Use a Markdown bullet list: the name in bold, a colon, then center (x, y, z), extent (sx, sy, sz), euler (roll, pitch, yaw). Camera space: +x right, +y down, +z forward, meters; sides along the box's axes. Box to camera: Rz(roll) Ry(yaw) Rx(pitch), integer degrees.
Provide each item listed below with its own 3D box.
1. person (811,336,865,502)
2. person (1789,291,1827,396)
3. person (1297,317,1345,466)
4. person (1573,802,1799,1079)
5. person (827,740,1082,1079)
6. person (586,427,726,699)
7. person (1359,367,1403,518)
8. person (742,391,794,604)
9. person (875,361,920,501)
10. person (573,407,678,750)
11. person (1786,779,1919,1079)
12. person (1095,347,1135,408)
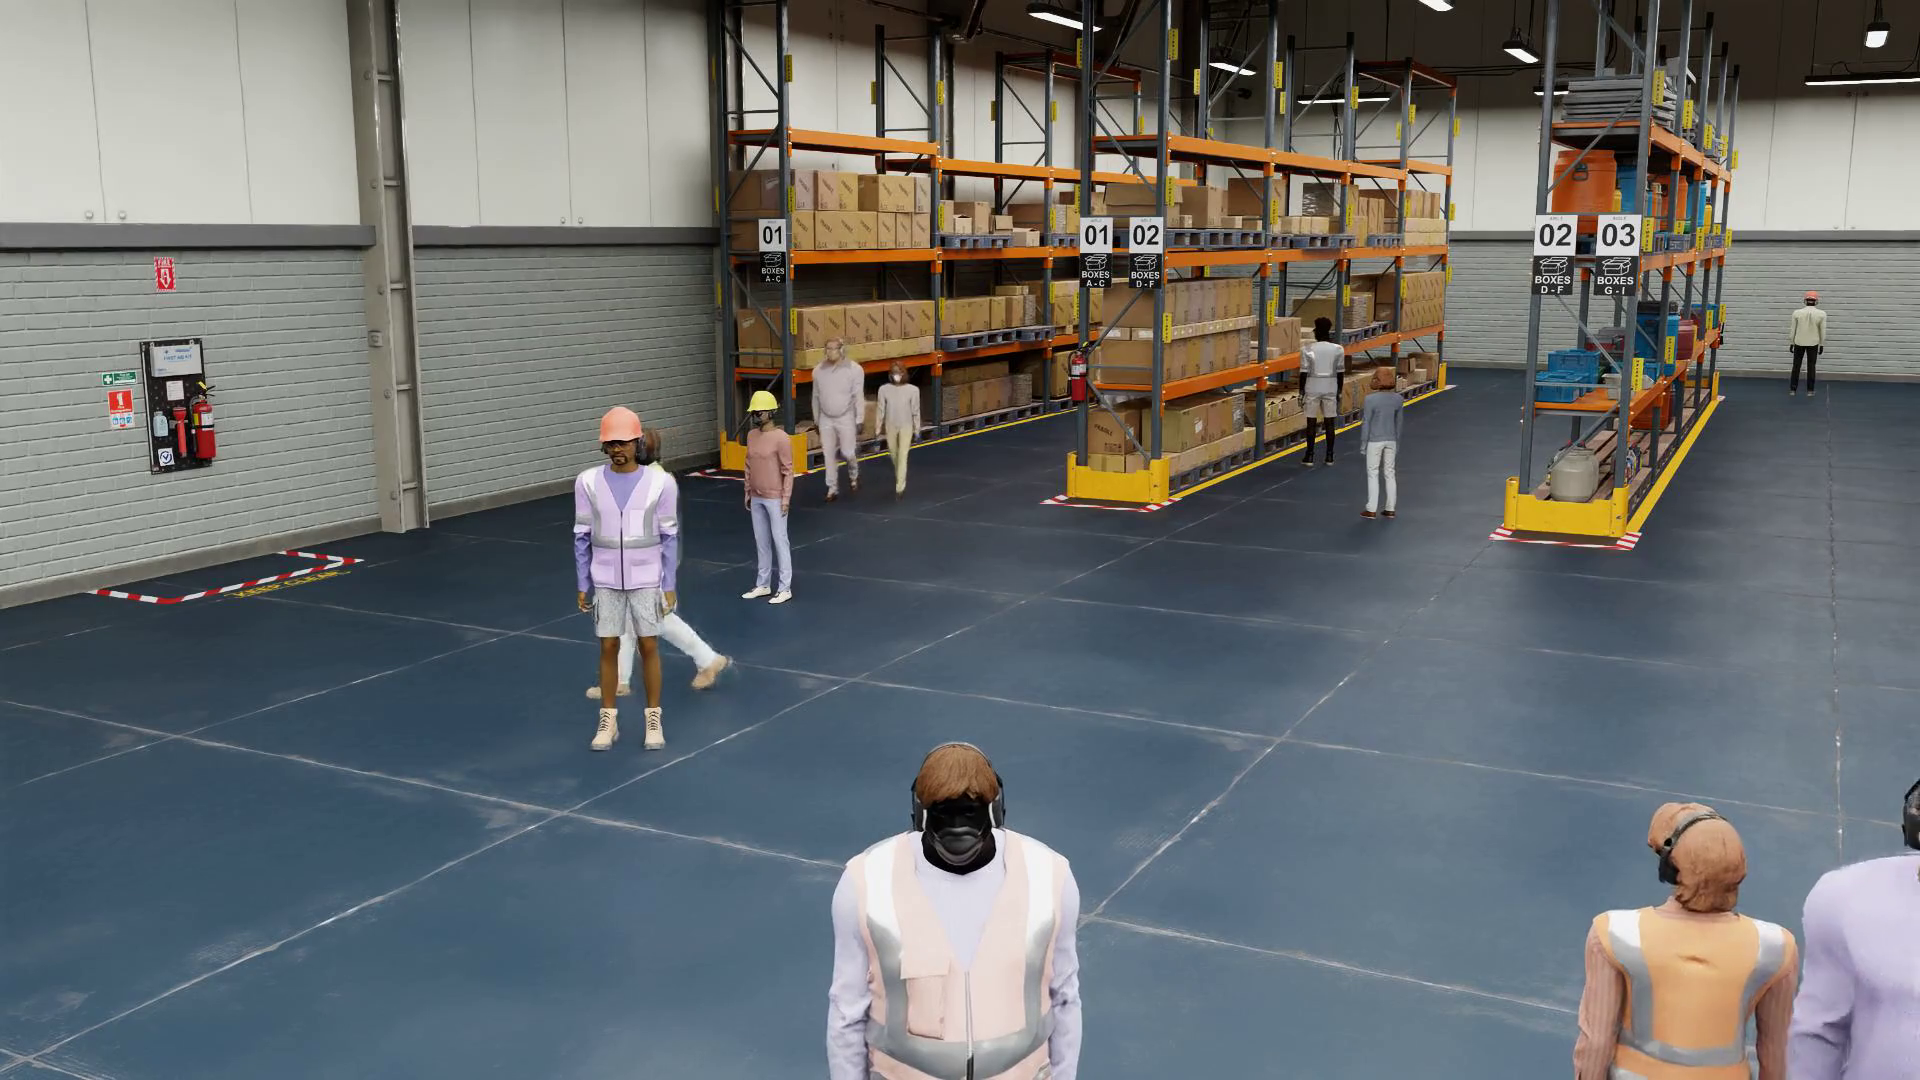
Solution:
- **person**: center (-1.397, -1.392, 19.064), extent (0.654, 1.899, 0.524), euler (2, 11, 13)
- **person**: center (16.072, -3.725, 31.554), extent (0.616, 1.986, 0.400), euler (5, 12, 27)
- **person**: center (4.762, -1.959, 21.970), extent (0.613, 1.965, 0.361), euler (-1, 10, -3)
- **person**: center (1.811, 1.462, 4.200), extent (0.523, 1.643, 0.306), euler (2, 11, 10)
- **person**: center (-0.007, 1.384, 4.083), extent (0.633, 1.842, 0.429), euler (-1, 10, -7)
- **person**: center (-2.005, 0.150, 10.908), extent (0.863, 1.814, 0.632), euler (-4, 11, -23)
- **person**: center (4.532, -1.042, 17.908), extent (0.493, 1.624, 0.280), euler (-4, 11, -22)
- **person**: center (-1.603, -0.353, 13.765), extent (0.534, 1.767, 0.314), euler (9, 14, 41)
- **person**: center (-0.705, -1.298, 19.371), extent (0.503, 1.605, 0.804), euler (2, 11, 10)
- **person**: center (-1.965, 0.234, 9.806), extent (0.608, 2.044, 0.371), euler (-1, 10, -3)
- **person**: center (2.222, 1.398, 3.786), extent (0.631, 1.922, 0.571), euler (9, 14, 42)
- **person**: center (2.086, -1.956, 22.205), extent (0.600, 1.873, 0.423), euler (6, 12, 30)
